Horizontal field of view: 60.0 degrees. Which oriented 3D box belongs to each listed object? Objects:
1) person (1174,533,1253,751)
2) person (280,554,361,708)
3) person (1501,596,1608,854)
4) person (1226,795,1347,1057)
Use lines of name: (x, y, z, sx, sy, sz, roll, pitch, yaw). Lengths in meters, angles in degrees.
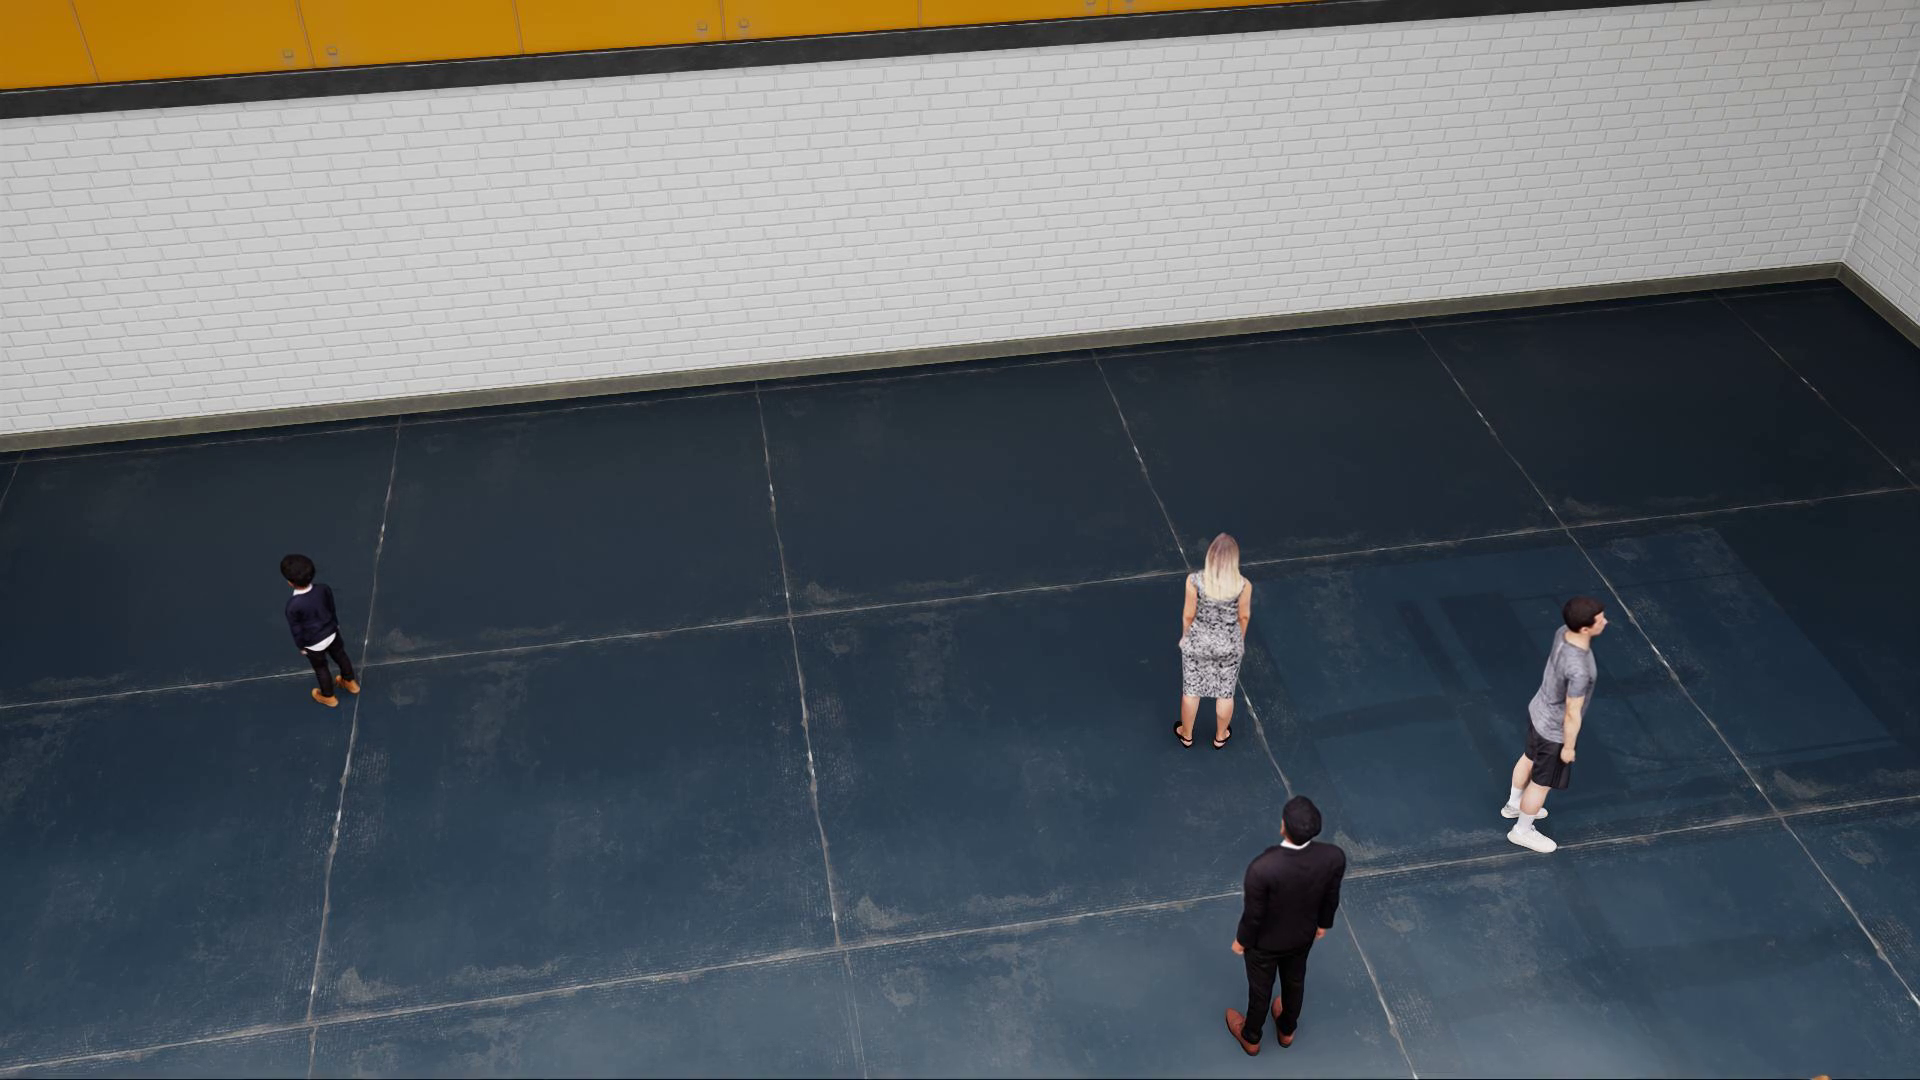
person: (1.598, 0.667, 10.535, 0.625, 1.705, 0.599, 6, 39, 7)
person: (-4.244, 0.594, 11.013, 0.643, 1.223, 0.586, 25, 45, 28)
person: (3.533, 1.067, 9.902, 0.775, 1.871, 0.600, 4, 39, 5)
person: (1.685, 2.029, 8.687, 0.712, 1.884, 0.568, -9, 40, -12)
